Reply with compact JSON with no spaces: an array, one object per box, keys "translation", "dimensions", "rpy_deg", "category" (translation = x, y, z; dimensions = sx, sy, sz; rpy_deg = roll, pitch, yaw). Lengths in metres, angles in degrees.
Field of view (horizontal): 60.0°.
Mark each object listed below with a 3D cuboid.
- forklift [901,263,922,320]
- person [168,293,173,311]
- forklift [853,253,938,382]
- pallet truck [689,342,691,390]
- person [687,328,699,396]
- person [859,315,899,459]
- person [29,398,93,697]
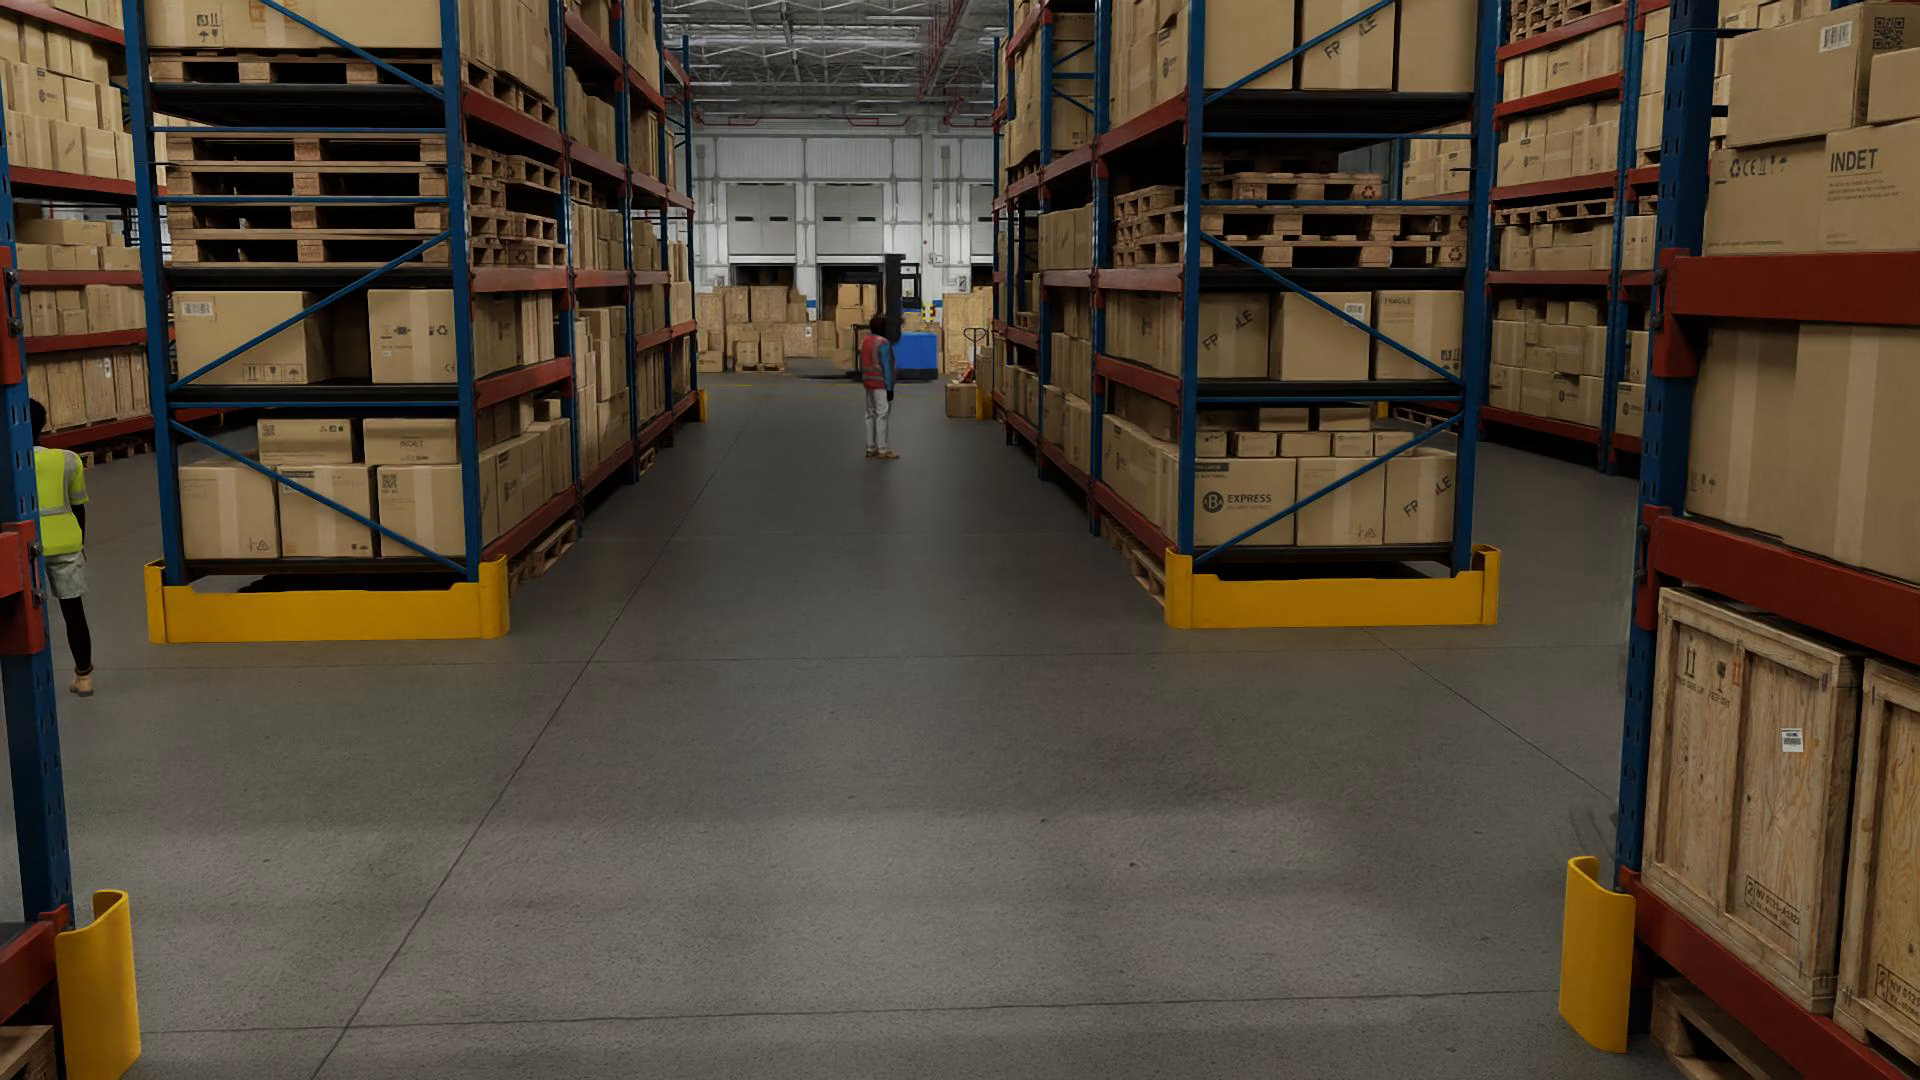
[{"translation":[-1.987,-9.022,62.479],"dimensions":[1.129,2.768,1.873],"rpy_deg":[-1,9,-4],"category":"forklift"},{"translation":[-31.512,-9.154,66.292],"dimensions":[0.594,1.926,0.366],"rpy_deg":[8,12,41],"category":"person"},{"translation":[-1.440,-4.903,36.619],"dimensions":[1.873,2.768,1.129],"rpy_deg":[-1,9,-5],"category":"forklift"},{"translation":[-5.225,-3.008,27.480],"dimensions":[1.885,1.965,0.823],"rpy_deg":[2,9,14],"category":"pallet truck"},{"translation":[-5.311,-3.648,32.436],"dimensions":[0.536,1.697,0.322],"rpy_deg":[6,11,35],"category":"person"},{"translation":[-1.030,-1.960,21.376],"dimensions":[0.429,1.846,0.633],"rpy_deg":[-6,11,-34],"category":"person"},{"translation":[-5.050,0.065,9.140],"dimensions":[0.321,1.692,0.529],"rpy_deg":[7,12,38],"category":"person"}]
